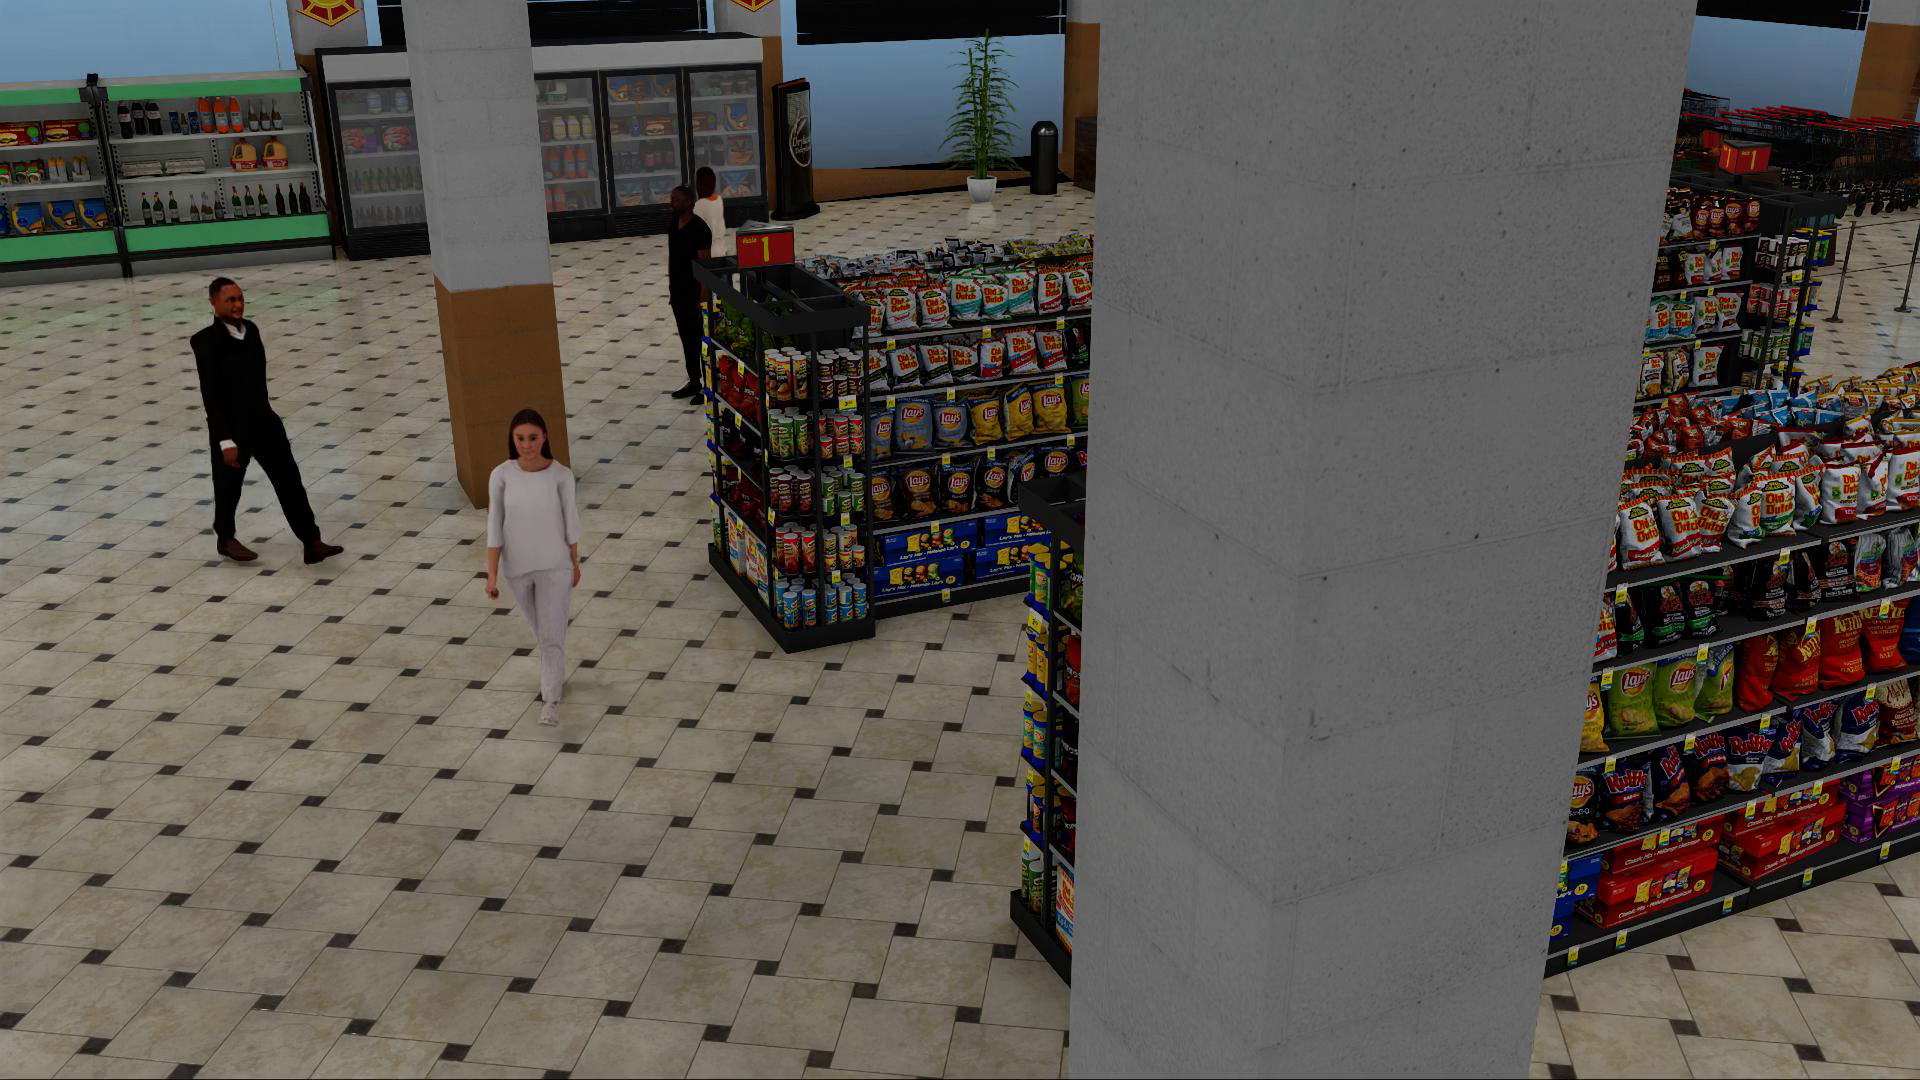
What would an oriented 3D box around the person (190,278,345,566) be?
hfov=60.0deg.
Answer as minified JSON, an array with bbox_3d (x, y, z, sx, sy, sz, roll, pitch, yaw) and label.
[{"bbox_3d":[-4.589,-0.703,10.477,1.249,1.861,1.258,10,24,24],"label":"person"}]

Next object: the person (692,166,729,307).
[{"bbox_3d":[-2.315,-2.662,15.585,0.761,1.688,0.683,10,24,23],"label":"person"}]

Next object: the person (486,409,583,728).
[{"bbox_3d":[-2.214,0.112,8.736,1.072,1.647,0.942,-1,22,-2],"label":"person"}]

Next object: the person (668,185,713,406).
[{"bbox_3d":[-2.239,-2.052,13.892,0.664,1.819,0.729,-20,29,-40],"label":"person"}]
